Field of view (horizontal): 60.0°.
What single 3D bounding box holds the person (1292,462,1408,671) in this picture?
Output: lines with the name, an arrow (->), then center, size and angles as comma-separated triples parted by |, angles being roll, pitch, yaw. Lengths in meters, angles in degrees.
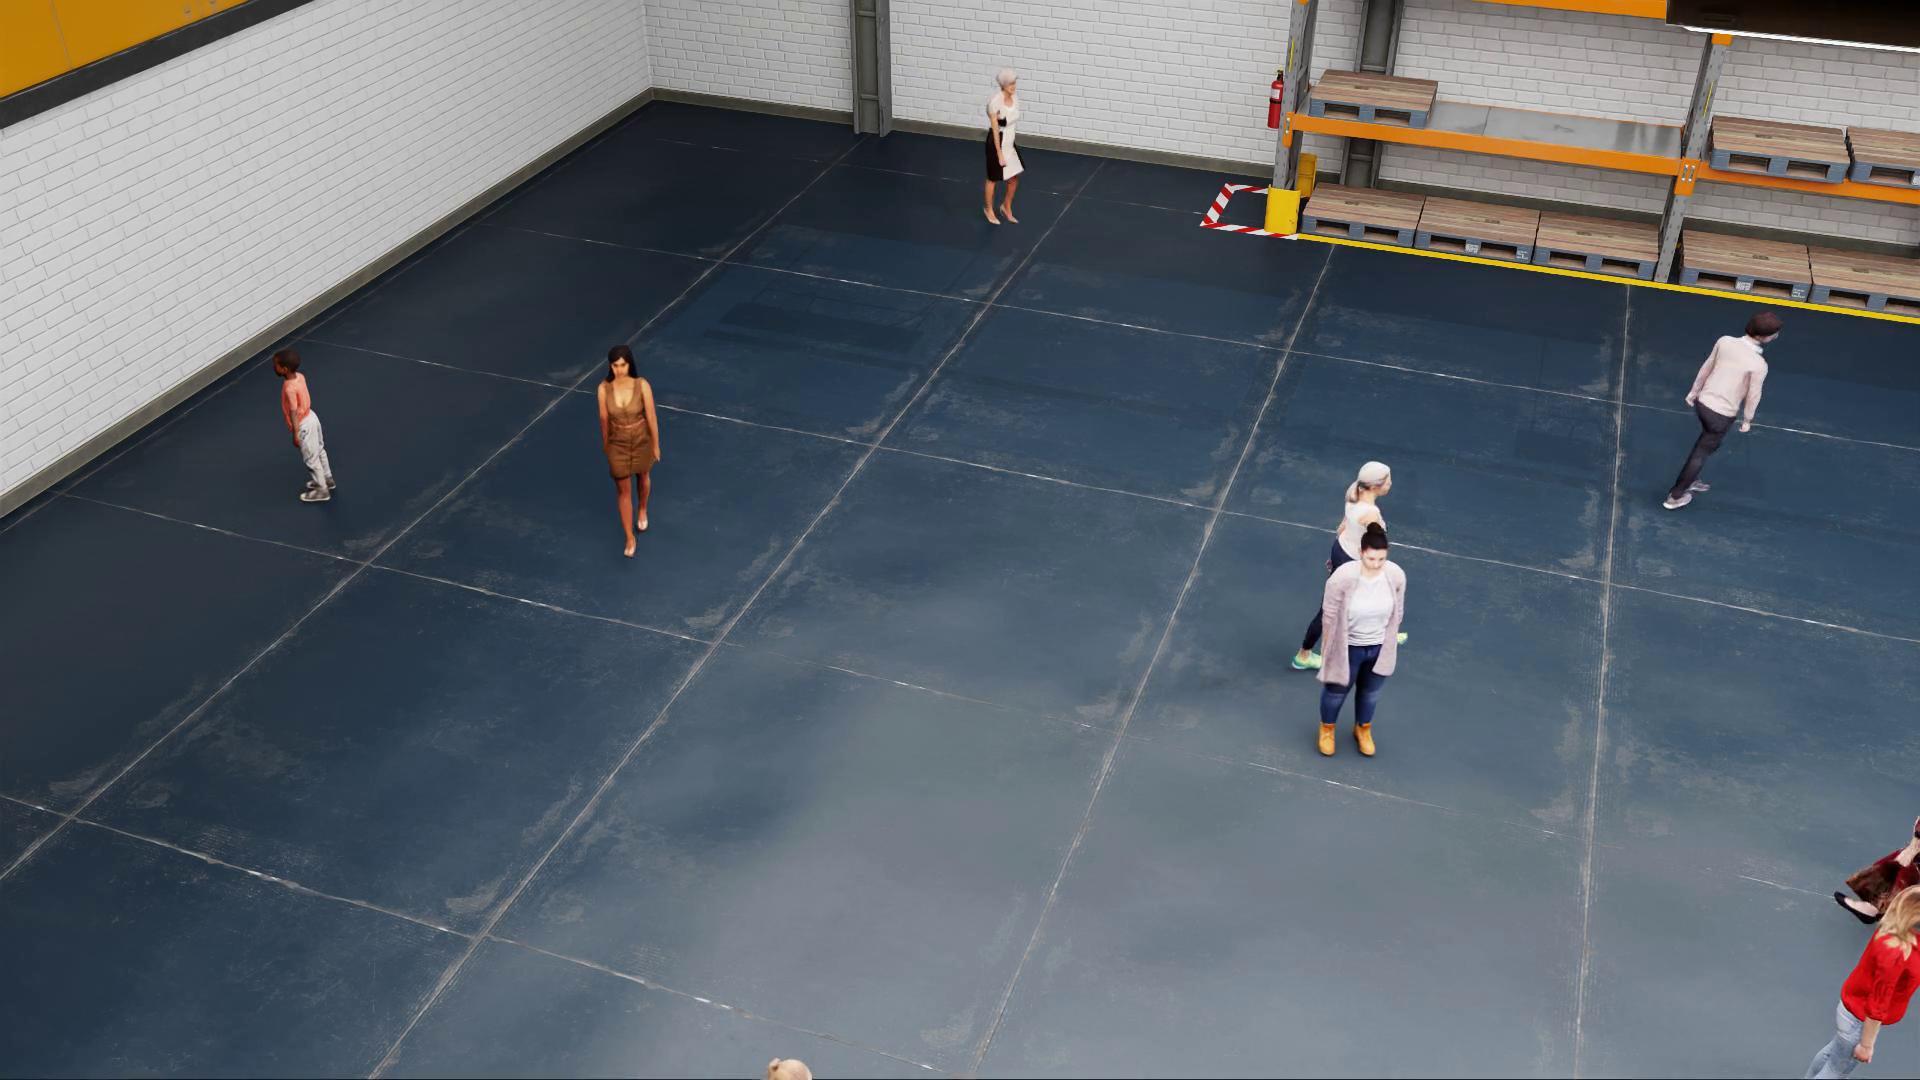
person -> 2.545, 0.222, 11.246 | 1.169, 1.667, 0.939 | -4, 34, -6

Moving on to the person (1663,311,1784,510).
person -> 5.887, -1.007, 13.004 | 0.916, 1.767, 0.871 | -19, 38, -26

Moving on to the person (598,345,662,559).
person -> -2.515, -0.770, 12.741 | 0.945, 1.663, 0.907 | -5, 34, -7

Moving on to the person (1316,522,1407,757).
person -> 2.537, 0.620, 10.578 | 0.720, 1.744, 0.839 | -3, 34, -4

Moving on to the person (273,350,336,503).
person -> -5.239, -0.929, 13.302 | 0.563, 1.308, 0.540 | -2, 34, -3

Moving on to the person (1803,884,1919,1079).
person -> 4.410, 2.293, 8.095 | 0.567, 1.705, 0.659 | 19, 38, 26

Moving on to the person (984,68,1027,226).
person -> 0.351, -4.225, 17.880 | 0.819, 1.729, 0.748 | 28, 43, 35
